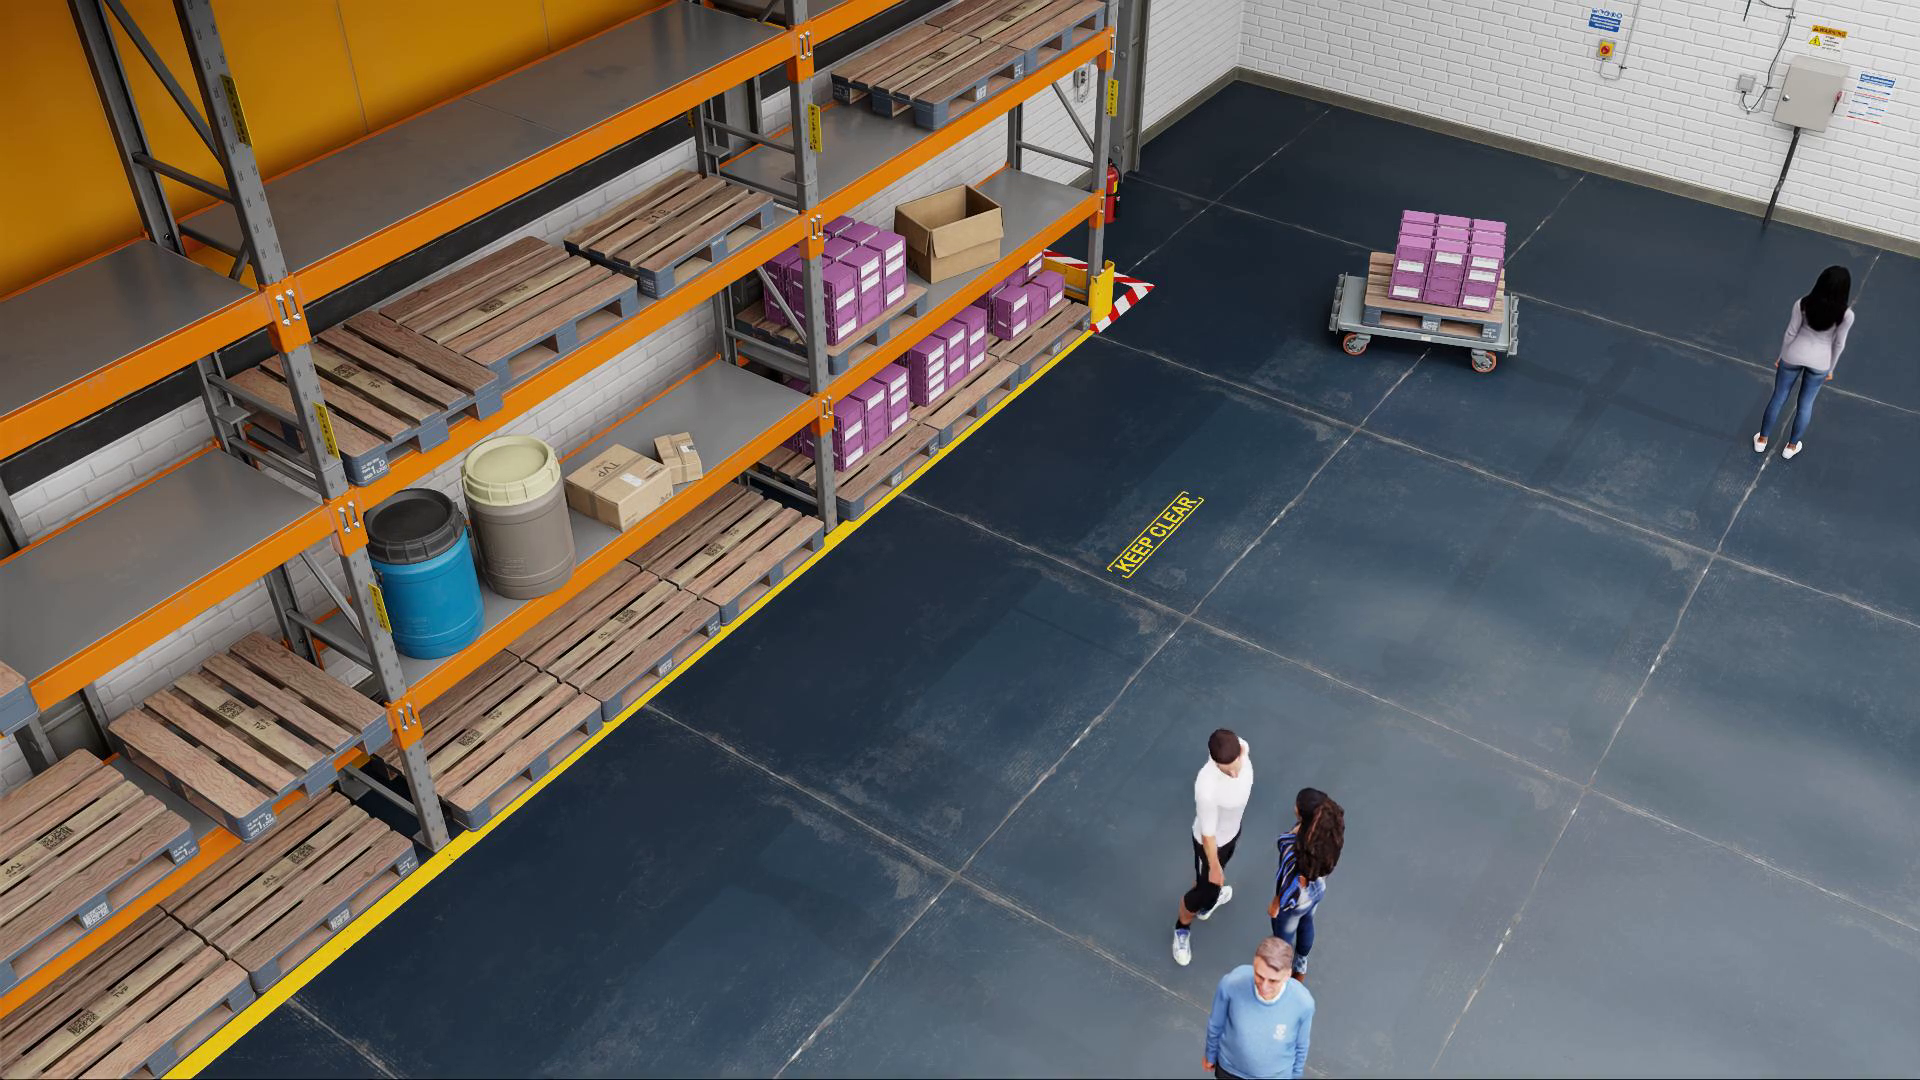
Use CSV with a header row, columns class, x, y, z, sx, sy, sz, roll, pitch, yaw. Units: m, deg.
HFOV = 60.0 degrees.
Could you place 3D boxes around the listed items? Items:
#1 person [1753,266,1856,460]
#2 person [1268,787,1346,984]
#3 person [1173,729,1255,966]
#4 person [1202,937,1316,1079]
class,x,y,z,sx,sy,sz,roll,pitch,yaw
person,6.867,-1.442,13.504,0.623,1.736,0.553,19,42,22
person,1.896,1.973,9.322,0.563,1.618,0.725,-29,47,-31
person,1.485,1.623,9.599,0.924,1.819,0.516,9,39,11
person,1.490,2.604,8.371,0.724,1.819,0.676,11,40,13
